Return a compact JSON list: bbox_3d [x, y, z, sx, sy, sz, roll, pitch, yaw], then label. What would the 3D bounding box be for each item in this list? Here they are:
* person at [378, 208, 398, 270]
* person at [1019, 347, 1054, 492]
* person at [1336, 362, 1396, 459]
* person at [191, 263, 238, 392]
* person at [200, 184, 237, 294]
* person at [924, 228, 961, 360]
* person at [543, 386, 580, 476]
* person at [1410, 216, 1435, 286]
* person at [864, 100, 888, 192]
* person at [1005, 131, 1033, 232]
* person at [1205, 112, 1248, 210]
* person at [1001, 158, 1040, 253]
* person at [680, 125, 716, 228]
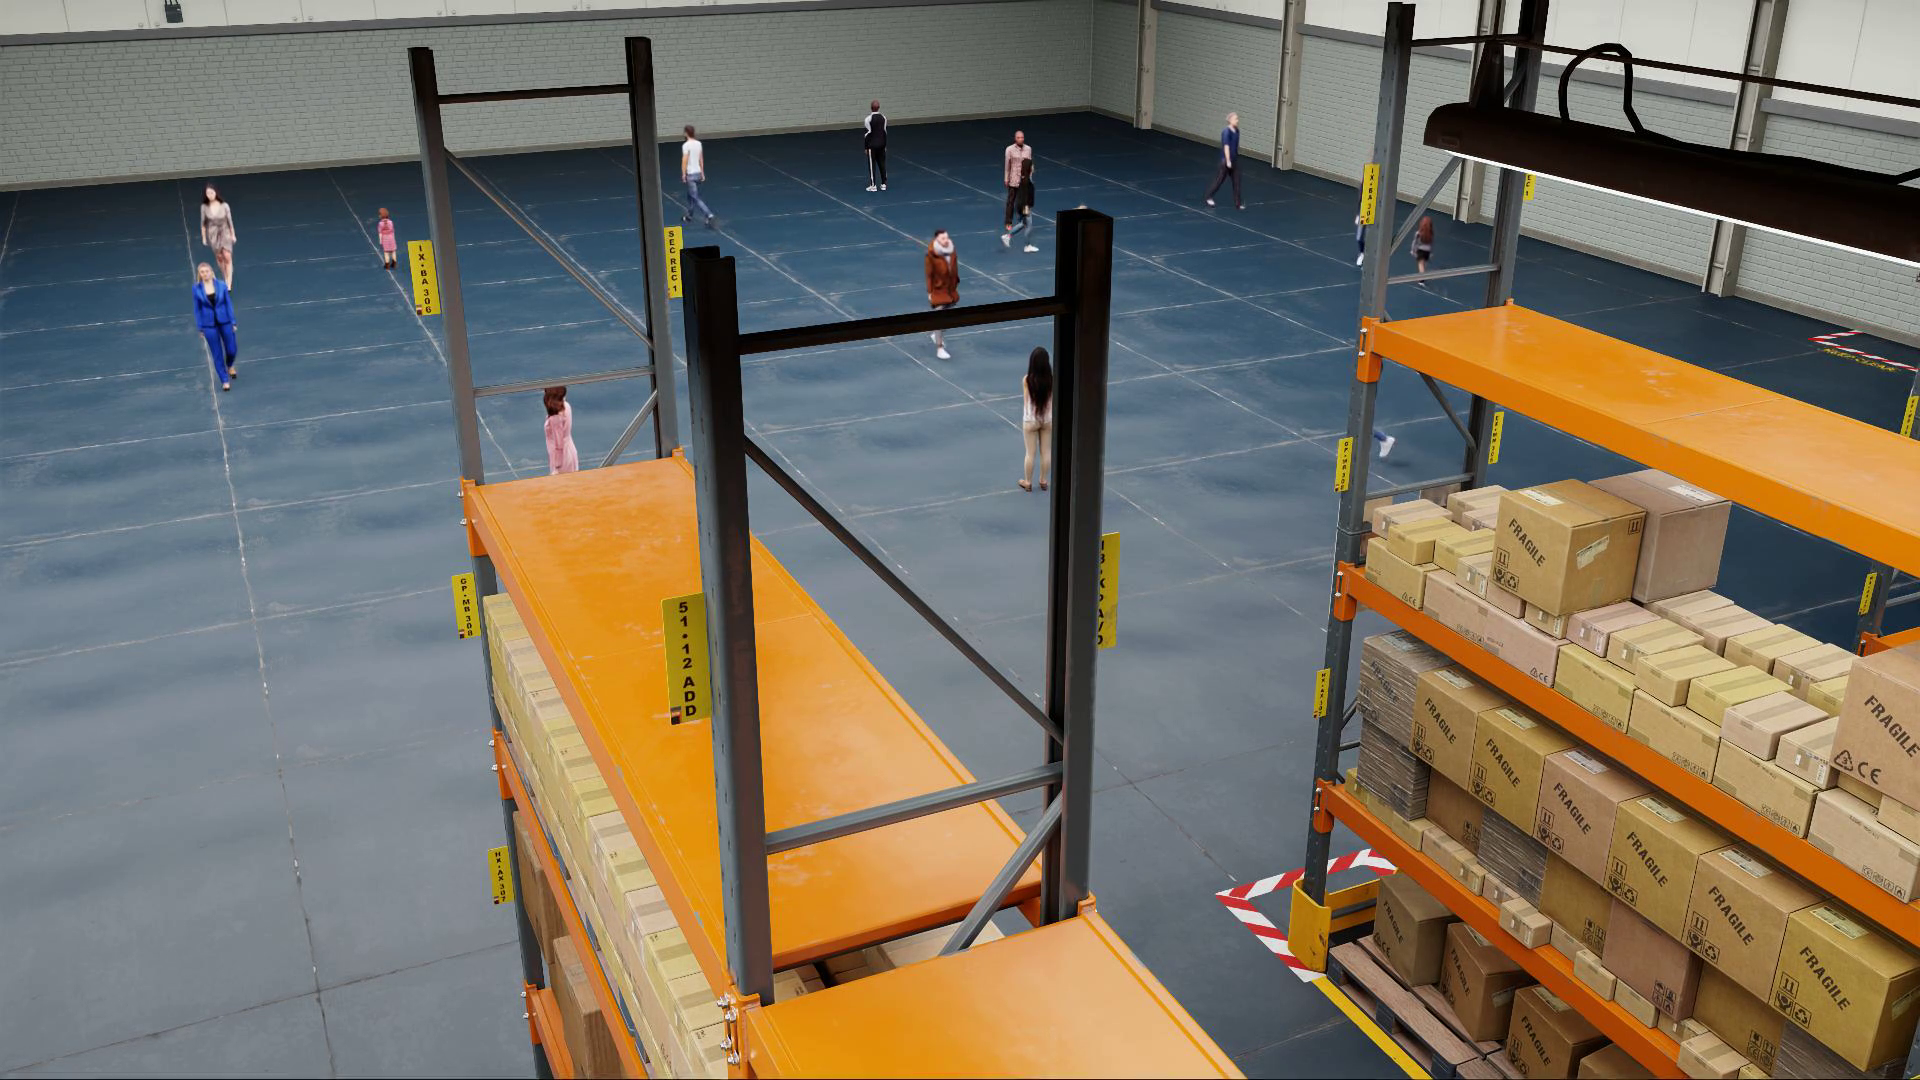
[{"bbox_3d":[-9.679,-5.101,28.098,0.479,1.021,0.500,-19,30,-38],"label":"person"},{"bbox_3d":[0.870,-1.329,18.420,0.617,1.652,0.566,-10,25,-23],"label":"person"},{"bbox_3d":[4.752,-1.670,19.269,0.945,1.616,0.946,2,23,4],"label":"person"},{"bbox_3d":[-9.787,-2.827,21.897,0.633,1.689,0.719,-11,25,-25],"label":"person"},{"bbox_3d":[-11.807,-4.803,26.542,0.735,1.690,1.123,-6,24,-15],"label":"person"},{"bbox_3d":[-0.285,-3.448,23.185,0.823,1.823,0.895,-19,29,-37],"label":"person"},{"bbox_3d":[-4.044,-0.798,16.979,0.744,1.803,0.607,0,23,0],"label":"person"},{"bbox_3d":[7.554,-4.695,27.070,0.600,1.077,0.813,-4,23,-9],"label":"person"},{"bbox_3d":[-1.721,-8.094,34.106,0.661,1.827,0.559,-12,26,-26],"label":"person"},{"bbox_3d":[1.078,-6.655,30.748,0.717,1.807,0.619,-7,24,-16],"label":"person"},{"bbox_3d":[5.156,-7.367,32.397,0.883,1.827,1.277,-19,29,-37],"label":"person"},{"bbox_3d":[1.058,-5.839,29.051,0.767,1.634,0.880,-4,23,-9],"label":"person"},{"bbox_3d":[-4.896,-6.740,30.912,1.259,1.835,1.053,14,27,29],"label":"person"}]
